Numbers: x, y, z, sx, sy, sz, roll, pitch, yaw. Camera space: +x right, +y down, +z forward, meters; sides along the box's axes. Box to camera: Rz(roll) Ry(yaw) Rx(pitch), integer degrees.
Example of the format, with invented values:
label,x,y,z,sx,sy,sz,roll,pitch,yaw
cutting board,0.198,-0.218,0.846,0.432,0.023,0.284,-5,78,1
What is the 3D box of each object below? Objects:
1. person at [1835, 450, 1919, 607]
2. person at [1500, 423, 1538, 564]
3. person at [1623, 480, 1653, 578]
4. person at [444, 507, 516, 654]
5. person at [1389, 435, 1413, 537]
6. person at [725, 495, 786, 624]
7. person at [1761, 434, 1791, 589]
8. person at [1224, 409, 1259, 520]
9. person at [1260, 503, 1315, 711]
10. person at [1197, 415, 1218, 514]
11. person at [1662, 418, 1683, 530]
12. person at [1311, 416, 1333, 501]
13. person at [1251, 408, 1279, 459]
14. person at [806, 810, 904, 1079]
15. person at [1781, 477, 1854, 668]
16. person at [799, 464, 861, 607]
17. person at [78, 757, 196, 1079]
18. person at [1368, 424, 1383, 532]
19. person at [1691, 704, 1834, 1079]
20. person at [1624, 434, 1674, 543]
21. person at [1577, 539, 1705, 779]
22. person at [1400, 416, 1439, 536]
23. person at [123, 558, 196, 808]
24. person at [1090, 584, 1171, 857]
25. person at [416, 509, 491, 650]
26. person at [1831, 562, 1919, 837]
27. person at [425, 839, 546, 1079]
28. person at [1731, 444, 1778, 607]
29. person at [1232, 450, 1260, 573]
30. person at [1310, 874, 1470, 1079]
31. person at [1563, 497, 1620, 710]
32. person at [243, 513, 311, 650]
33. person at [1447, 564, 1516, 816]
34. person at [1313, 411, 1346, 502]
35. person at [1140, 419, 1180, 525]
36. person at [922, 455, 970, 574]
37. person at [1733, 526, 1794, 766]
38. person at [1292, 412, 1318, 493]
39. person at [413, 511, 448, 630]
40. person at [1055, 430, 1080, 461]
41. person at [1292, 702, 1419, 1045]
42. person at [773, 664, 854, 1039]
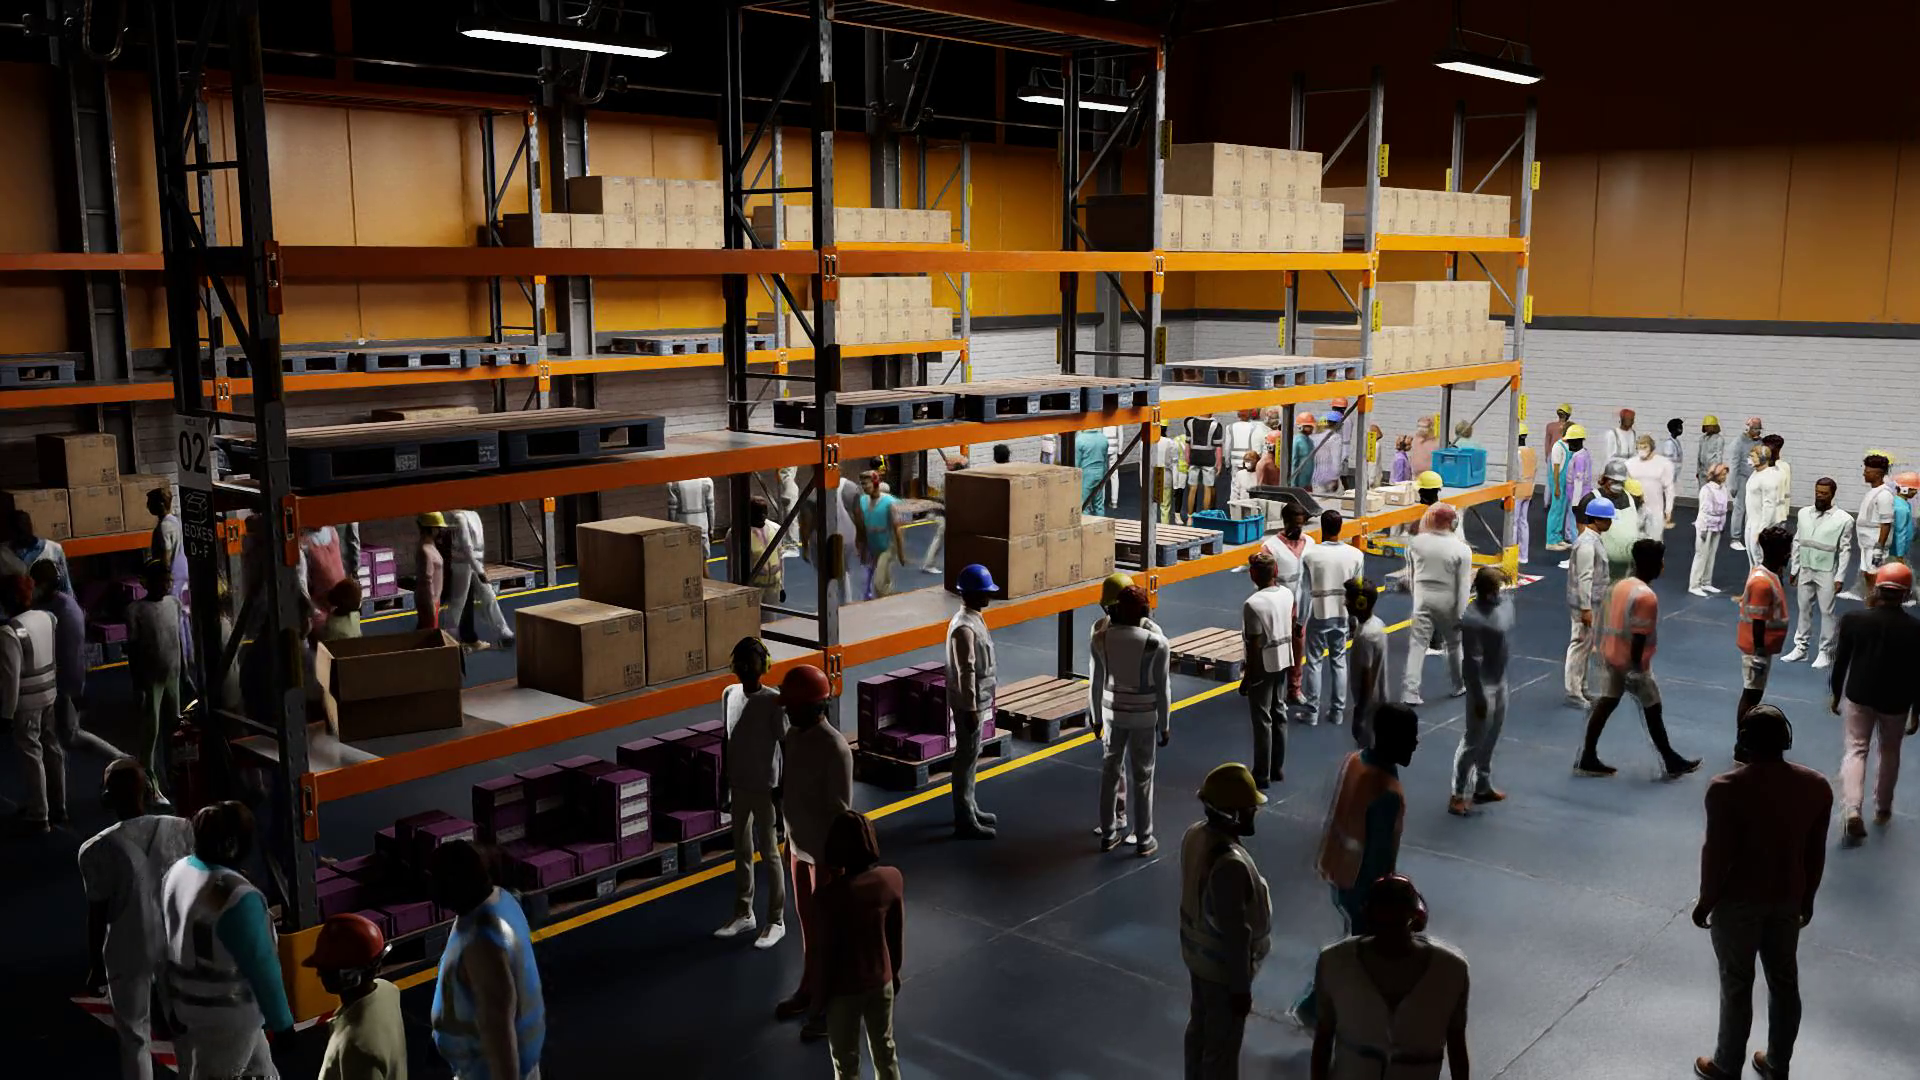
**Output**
label,x,y,z,sx,sy,sz,roll,pitch,yaw
person,11.004,-0.133,19.674,1.001,1.859,0.582,8,12,39
person,7.485,-0.613,22.340,0.592,1.913,0.399,-7,12,-35
person,7.414,0.143,18.505,0.474,1.682,0.968,2,10,9
person,-4.961,0.292,17.124,0.942,1.839,0.569,1,10,3
person,6.238,-0.681,23.577,0.312,1.632,0.526,2,10,15
person,-1.942,0.482,16.002,0.633,1.841,0.429,-8,12,-38
person,10.017,-0.334,20.542,0.605,1.957,0.382,-8,12,-40
person,4.379,-1.163,25.694,0.585,1.883,0.340,5,11,26
person,2.970,0.597,15.127,0.603,1.904,0.386,-6,11,-30
person,3.915,-1.309,26.438,0.389,1.930,0.544,-1,10,-9
person,10.841,-1.015,25.369,0.320,1.695,0.537,6,11,31
person,5.519,-1.023,25.299,0.484,1.738,0.321,-1,10,-4
person,4.655,-1.038,24.925,0.653,1.897,0.403,-6,11,-33
person,-0.465,2.013,7.480,0.507,1.632,0.268,-8,12,-40
person,8.647,0.319,16.736,0.392,1.922,0.590,-5,11,-29
person,-1.445,-0.007,18.328,0.697,2.000,0.540,-5,11,-25
person,-3.731,1.889,7.612,0.344,1.839,0.504,9,13,43
person,6.235,-0.931,25.094,0.297,1.625,0.496,2,10,10
person,3.897,1.754,8.135,0.627,1.934,0.370,-1,10,-5
person,8.712,-0.404,21.084,0.644,1.912,0.710,6,11,31
person,5.359,0.938,13.044,0.984,1.911,0.627,0,10,-3
person,6.804,-0.911,24.319,0.950,1.841,0.656,-9,13,-42
person,-5.999,1.057,12.508,0.329,1.865,0.515,4,10,22
person,1.165,1.234,11.399,0.574,1.880,0.357,4,10,24
person,-5.342,0.163,17.312,0.708,2.000,0.694,-7,12,-36
person,6.514,1.124,11.820,0.611,1.951,0.930,6,11,34
person,-1.989,2.070,6.649,0.947,1.793,0.636,-1,10,-8
person,9.379,-0.159,19.540,0.379,1.940,0.629,2,10,13
person,3.788,-0.360,21.649,0.507,1.632,0.268,7,12,37
person,1.614,2.116,6.283,0.579,1.826,0.486,2,10,12
person,5.751,0.571,15.193,0.419,1.939,0.610,5,11,28
person,-6.131,0.653,15.009,0.671,1.843,0.987,2,10,12
person,3.891,1.084,12.292,0.362,1.896,0.709,8,12,40
person,5.384,-0.905,24.092,0.626,1.905,0.632,-4,10,-22
person,2.827,-0.818,23.538,0.587,1.920,0.397,5,11,27
person,-0.082,-0.325,21.600,0.895,1.579,0.568,3,10,15
person,6.471,0.852,13.419,0.367,1.964,0.609,5,11,29
person,4.765,-0.795,23.170,0.395,1.994,0.612,7,12,35
person,-4.978,0.574,15.705,0.344,1.756,0.518,-3,10,-15
person,1.693,-1.156,25.363,0.414,1.986,0.809,-4,10,-21
person,2.034,1.729,8.403,0.487,1.893,0.652,-1,10,-3
person,-0.780,1.620,8.787,0.409,1.986,0.621,-6,11,-31
